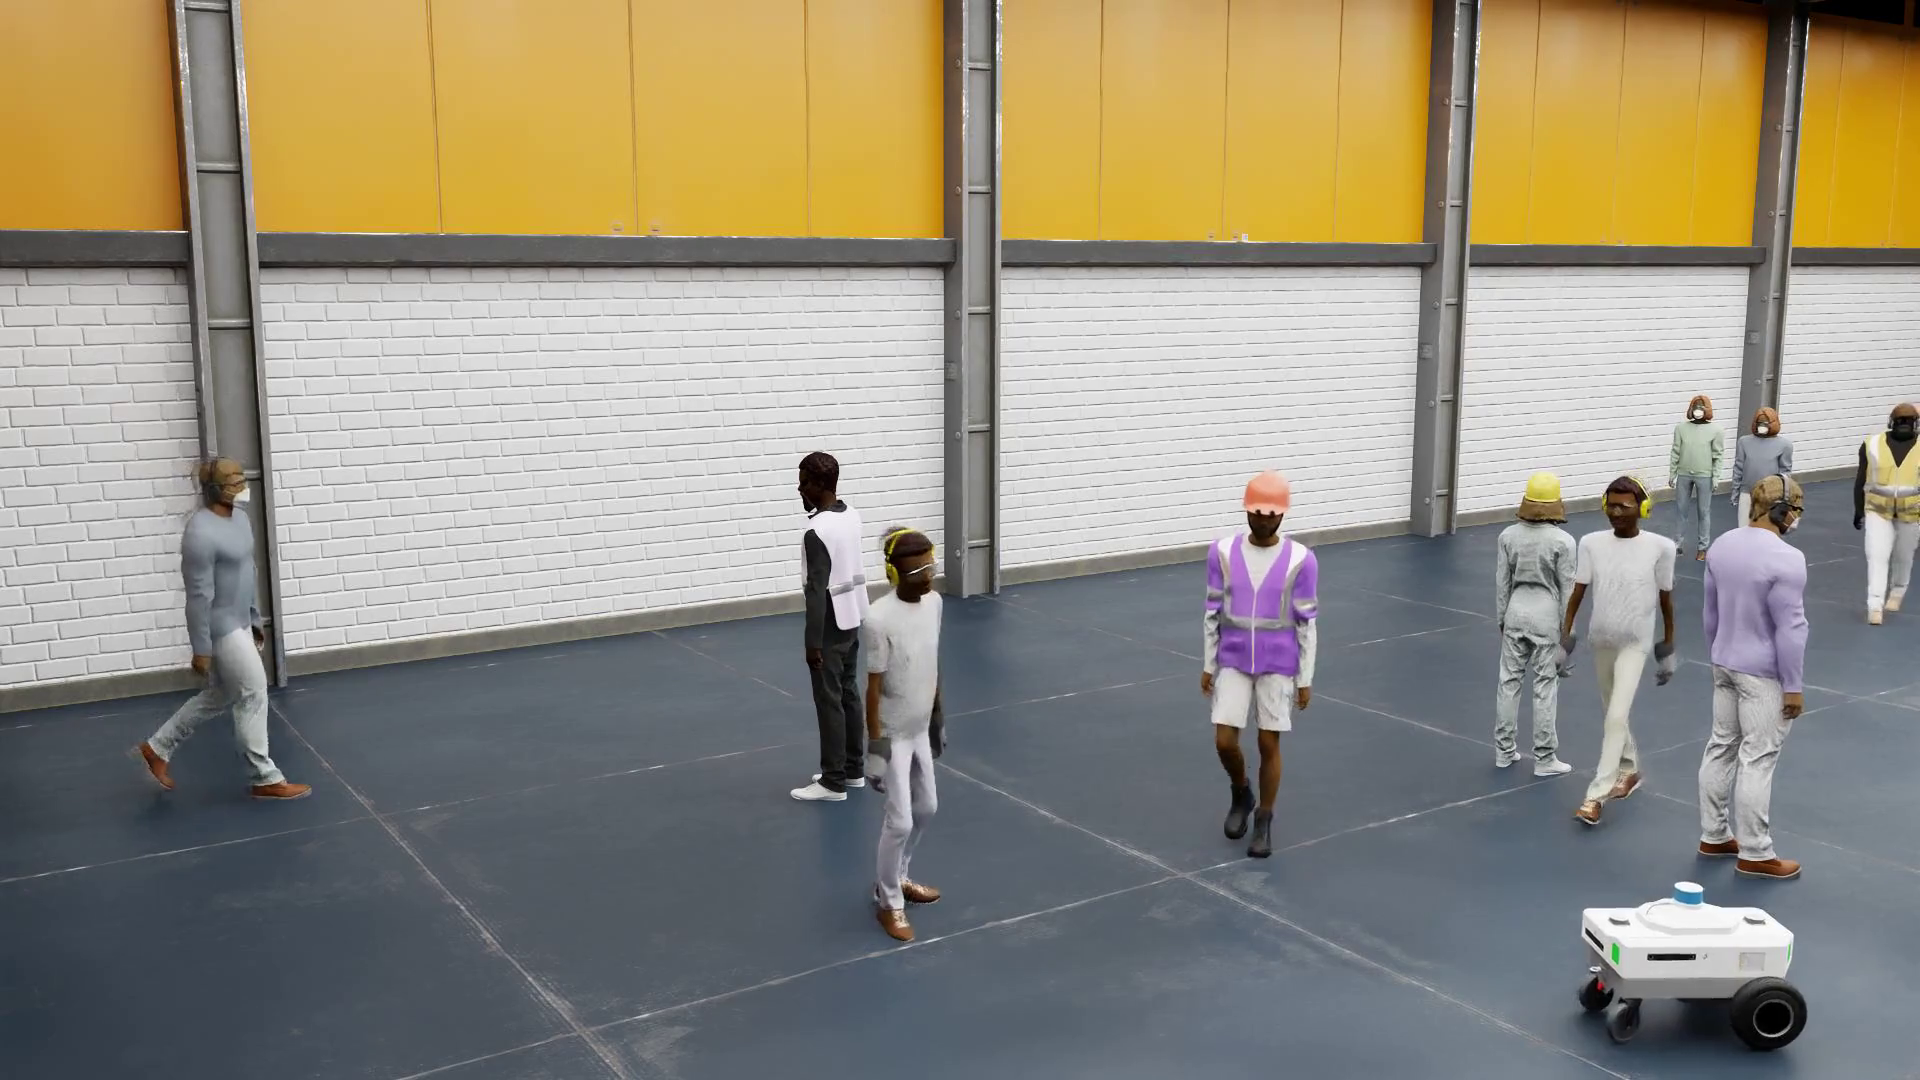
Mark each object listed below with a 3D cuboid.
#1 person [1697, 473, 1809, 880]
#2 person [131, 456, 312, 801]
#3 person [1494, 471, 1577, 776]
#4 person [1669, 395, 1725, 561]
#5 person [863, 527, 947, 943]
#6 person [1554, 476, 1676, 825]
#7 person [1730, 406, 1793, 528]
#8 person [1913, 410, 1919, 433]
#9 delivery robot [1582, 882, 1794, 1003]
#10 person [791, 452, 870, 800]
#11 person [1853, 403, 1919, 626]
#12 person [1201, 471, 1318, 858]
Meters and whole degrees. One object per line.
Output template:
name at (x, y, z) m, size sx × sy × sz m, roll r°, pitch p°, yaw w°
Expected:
person at (3.802, 0.643, 7.961) m, size 0.371 × 1.934 × 0.627 m, roll -2°, pitch 10°, yaw -11°
person at (-4.048, 0.489, 8.960) m, size 0.890 × 1.910 × 0.637 m, roll -1°, pitch 10°, yaw -8°
person at (3.307, 0.474, 9.539) m, size 0.284 × 1.746 × 0.489 m, roll -8°, pitch 13°, yaw -41°
person at (7.262, -0.617, 16.440) m, size 0.500 × 1.636 × 0.280 m, roll 9°, pitch 13°, yaw 42°
person at (-0.260, 0.825, 7.204) m, size 0.505 × 1.830 × 0.595 m, roll 6°, pitch 11°, yaw 33°
person at (3.467, 0.559, 8.820) m, size 0.549 × 1.814 × 1.000 m, roll 8°, pitch 12°, yaw 40°
person at (7.286, -0.402, 15.155) m, size 0.497 × 1.633 × 0.288 m, roll 8°, pitch 12°, yaw 40°
person at (9.805, -0.745, 16.814) m, size 0.314 × 1.771 × 0.523 m, roll -7°, pitch 12°, yaw -38°
delivery robot at (2.764, 1.551, 6.347) m, size 0.707 × 0.478 × 0.477 m, roll 0°, pitch 9°, yaw 0°
person at (-0.695, 0.471, 9.070) m, size 0.397 × 1.911 × 0.587 m, roll 3°, pitch 10°, yaw 16°
person at (7.712, -0.238, 13.700) m, size 0.630 × 1.804 × 0.963 m, roll 5°, pitch 11°, yaw 29°
person at (1.463, 0.613, 8.173) m, size 0.565 × 1.918 × 0.402 m, roll 3°, pitch 10°, yaw 18°
